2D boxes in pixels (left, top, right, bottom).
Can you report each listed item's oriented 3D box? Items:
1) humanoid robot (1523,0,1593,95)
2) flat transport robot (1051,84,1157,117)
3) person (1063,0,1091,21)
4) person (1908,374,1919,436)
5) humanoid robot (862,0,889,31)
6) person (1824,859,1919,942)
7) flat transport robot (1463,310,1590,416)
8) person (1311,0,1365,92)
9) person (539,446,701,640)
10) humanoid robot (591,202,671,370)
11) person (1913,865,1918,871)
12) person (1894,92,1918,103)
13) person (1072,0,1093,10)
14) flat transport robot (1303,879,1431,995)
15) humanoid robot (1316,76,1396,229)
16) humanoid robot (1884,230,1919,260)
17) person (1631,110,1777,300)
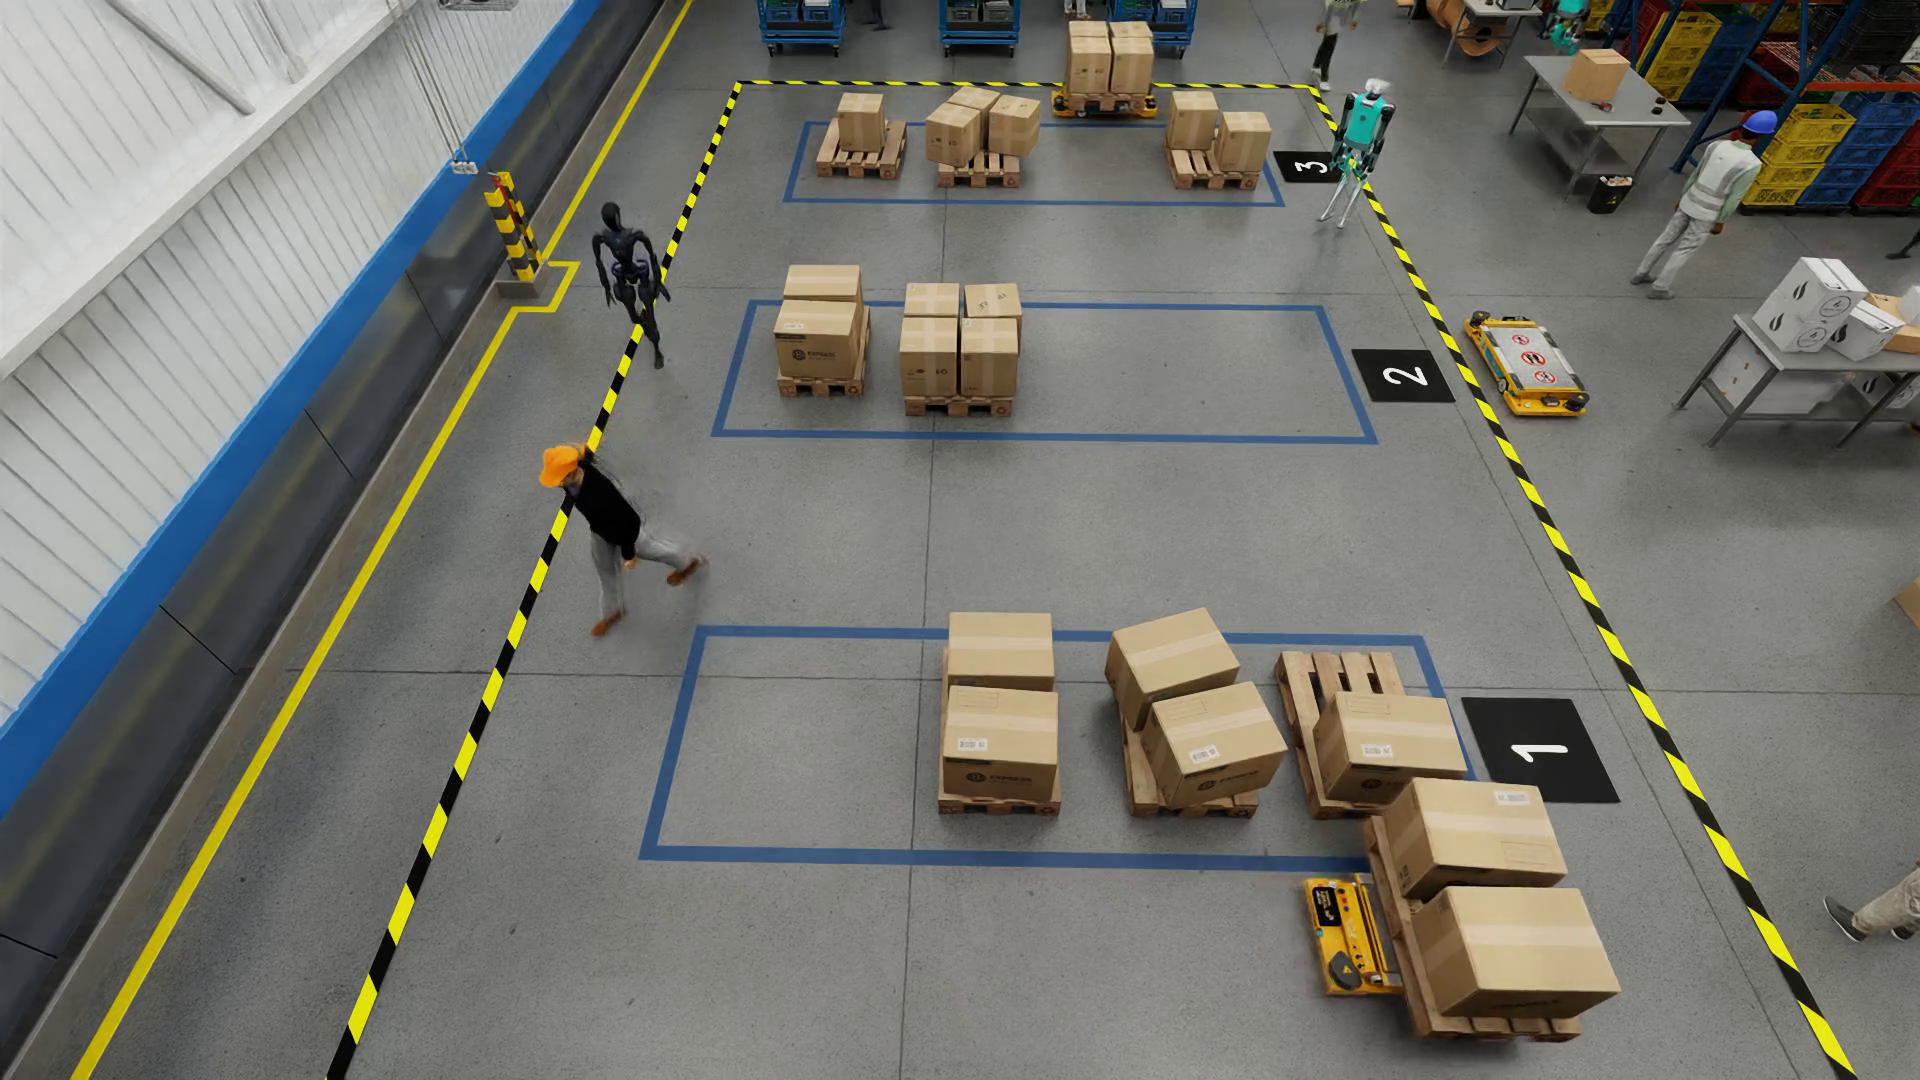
[{"bbox_3d":[8.466,-7.119,12.733,0.803,1.792,0.534,-28,55,-22],"label":"humanoid robot"},{"bbox_3d":[2.016,-6.203,12.884,1.431,0.197,0.652,1,49,1],"label":"flat transport robot"},{"bbox_3d":[1.905,-9.227,14.484,0.430,1.837,0.621,-34,57,-26],"label":"person"},{"bbox_3d":[8.933,-1.770,8.023,0.602,1.852,0.803,2,49,2],"label":"person"},{"bbox_3d":[-1.372,-8.867,14.292,0.450,1.654,0.587,-8,50,-7],"label":"humanoid robot"},{"bbox_3d":[5.581,1.782,4.996,0.570,1.769,0.398,1,49,1],"label":"person"},{"bbox_3d":[5.573,-1.757,9.054,0.659,0.231,1.431,1,49,1],"label":"flat transport robot"},{"bbox_3d":[5.331,-7.333,12.880,0.612,1.786,0.842,-19,52,-15],"label":"person"},{"bbox_3d":[-2.466,-0.120,6.622,0.616,1.815,0.992,30,55,23],"label":"person"},{"bbox_3d":[-3.115,-2.494,8.778,0.608,1.636,0.694,-8,50,-7],"label":"humanoid robot"},{"bbox_3d":[6.285,1.605,5.115,0.585,1.824,0.404,-6,49,-5],"label":"person"},{"bbox_3d":[13.428,-6.741,12.239,0.618,1.992,0.852,10,50,8],"label":"person"},{"bbox_3d":[2.007,-9.684,14.826,0.639,1.927,0.380,-25,54,-20],"label":"person"},{"bbox_3d":[2.868,2.353,5.478,1.431,0.197,0.652,1,49,1],"label":"flat transport robot"},{"bbox_3d":[4.483,-4.351,10.240,0.533,1.675,0.735,33,57,25],"label":"humanoid robot"},{"bbox_3d":[10.970,-3.817,9.934,0.742,1.634,0.613,-7,49,-6],"label":"humanoid robot"},{"bbox_3d":[7.602,-3.394,9.369,0.417,1.939,0.603,-7,50,-6],"label":"person"}]
